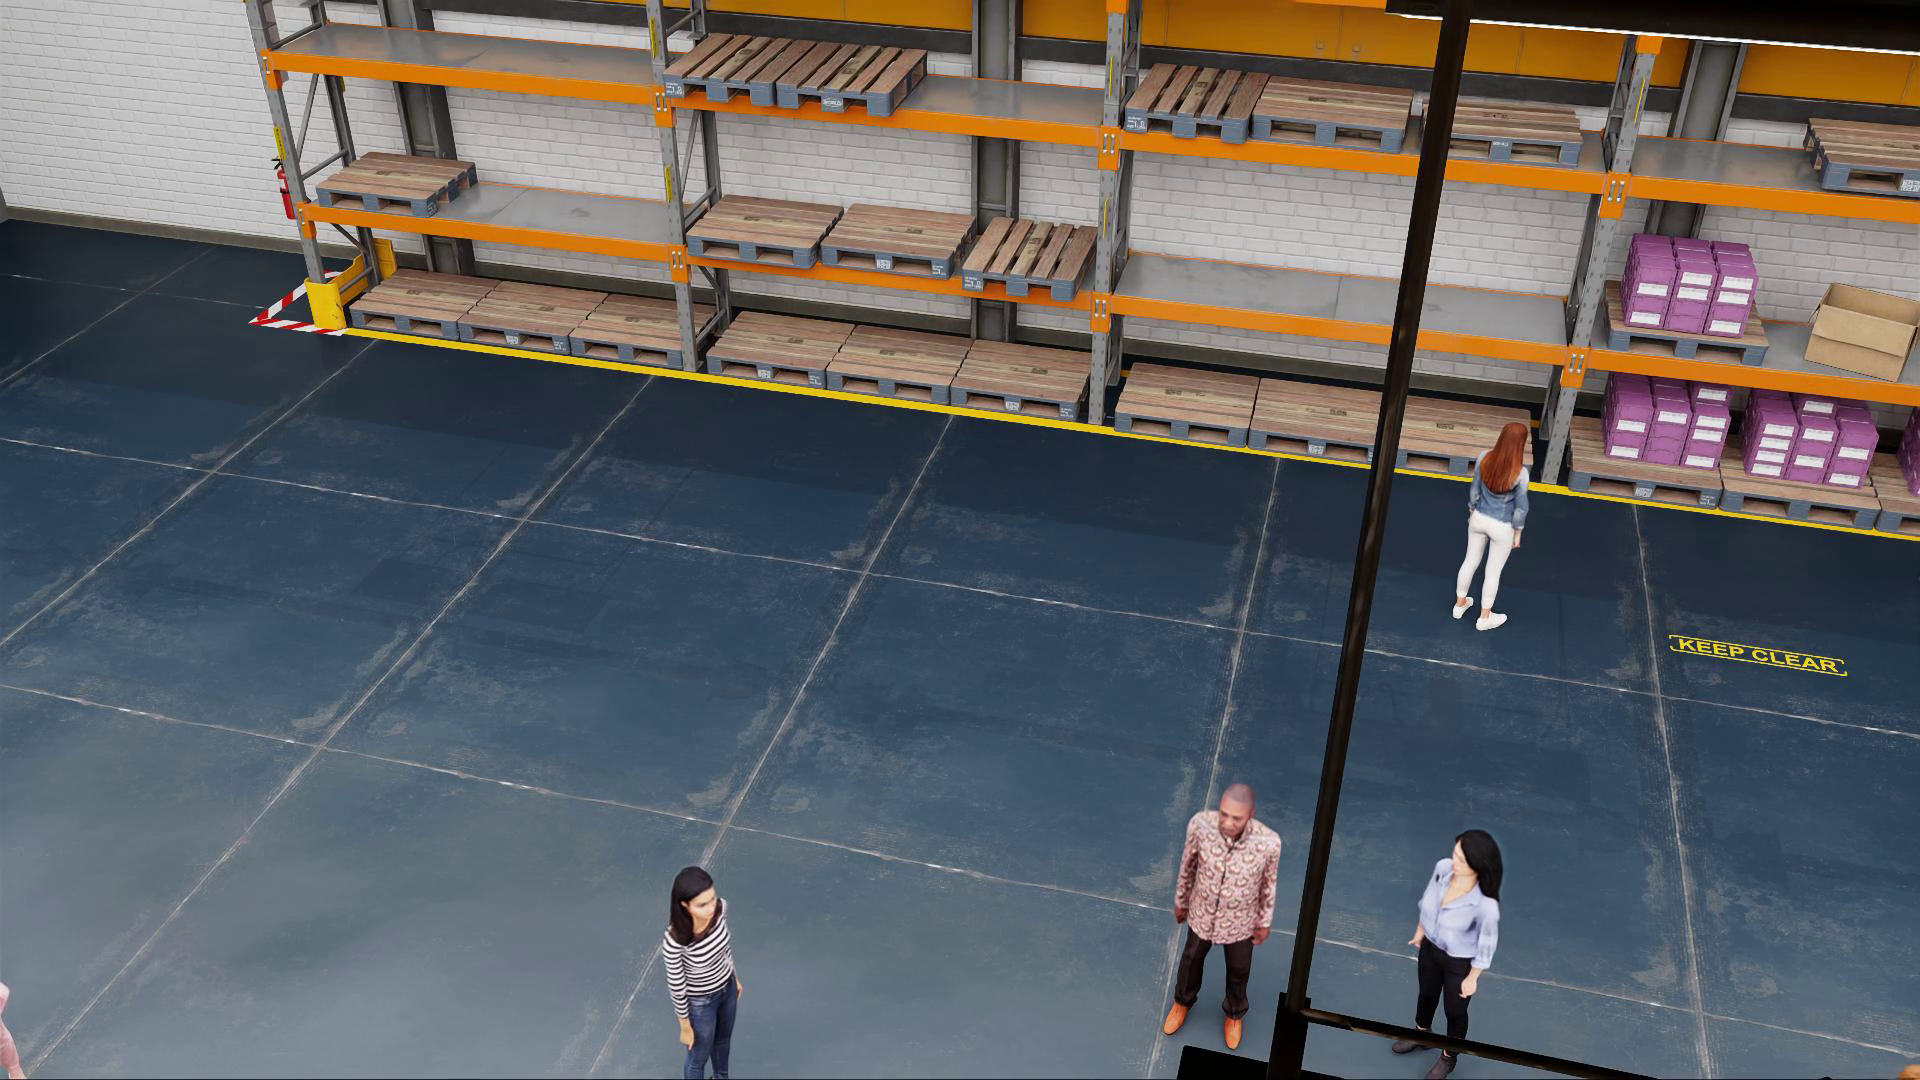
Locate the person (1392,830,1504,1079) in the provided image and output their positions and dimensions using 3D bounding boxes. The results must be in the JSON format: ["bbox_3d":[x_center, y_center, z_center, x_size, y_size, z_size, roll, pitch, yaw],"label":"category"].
[{"bbox_3d":[2.597,2.202,8.786,0.774,1.743,0.730,-15,37,-22],"label":"person"}]

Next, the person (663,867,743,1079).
[{"bbox_3d":[-1.295,2.352,8.513,0.590,1.796,0.646,19,38,27],"label":"person"}]

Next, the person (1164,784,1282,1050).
[{"bbox_3d":[1.436,2.003,9.026,0.534,1.808,0.753,10,35,15],"label":"person"}]

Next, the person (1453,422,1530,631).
[{"bbox_3d":[3.936,-0.112,12.305,0.752,1.701,0.644,-26,41,-33],"label":"person"}]
